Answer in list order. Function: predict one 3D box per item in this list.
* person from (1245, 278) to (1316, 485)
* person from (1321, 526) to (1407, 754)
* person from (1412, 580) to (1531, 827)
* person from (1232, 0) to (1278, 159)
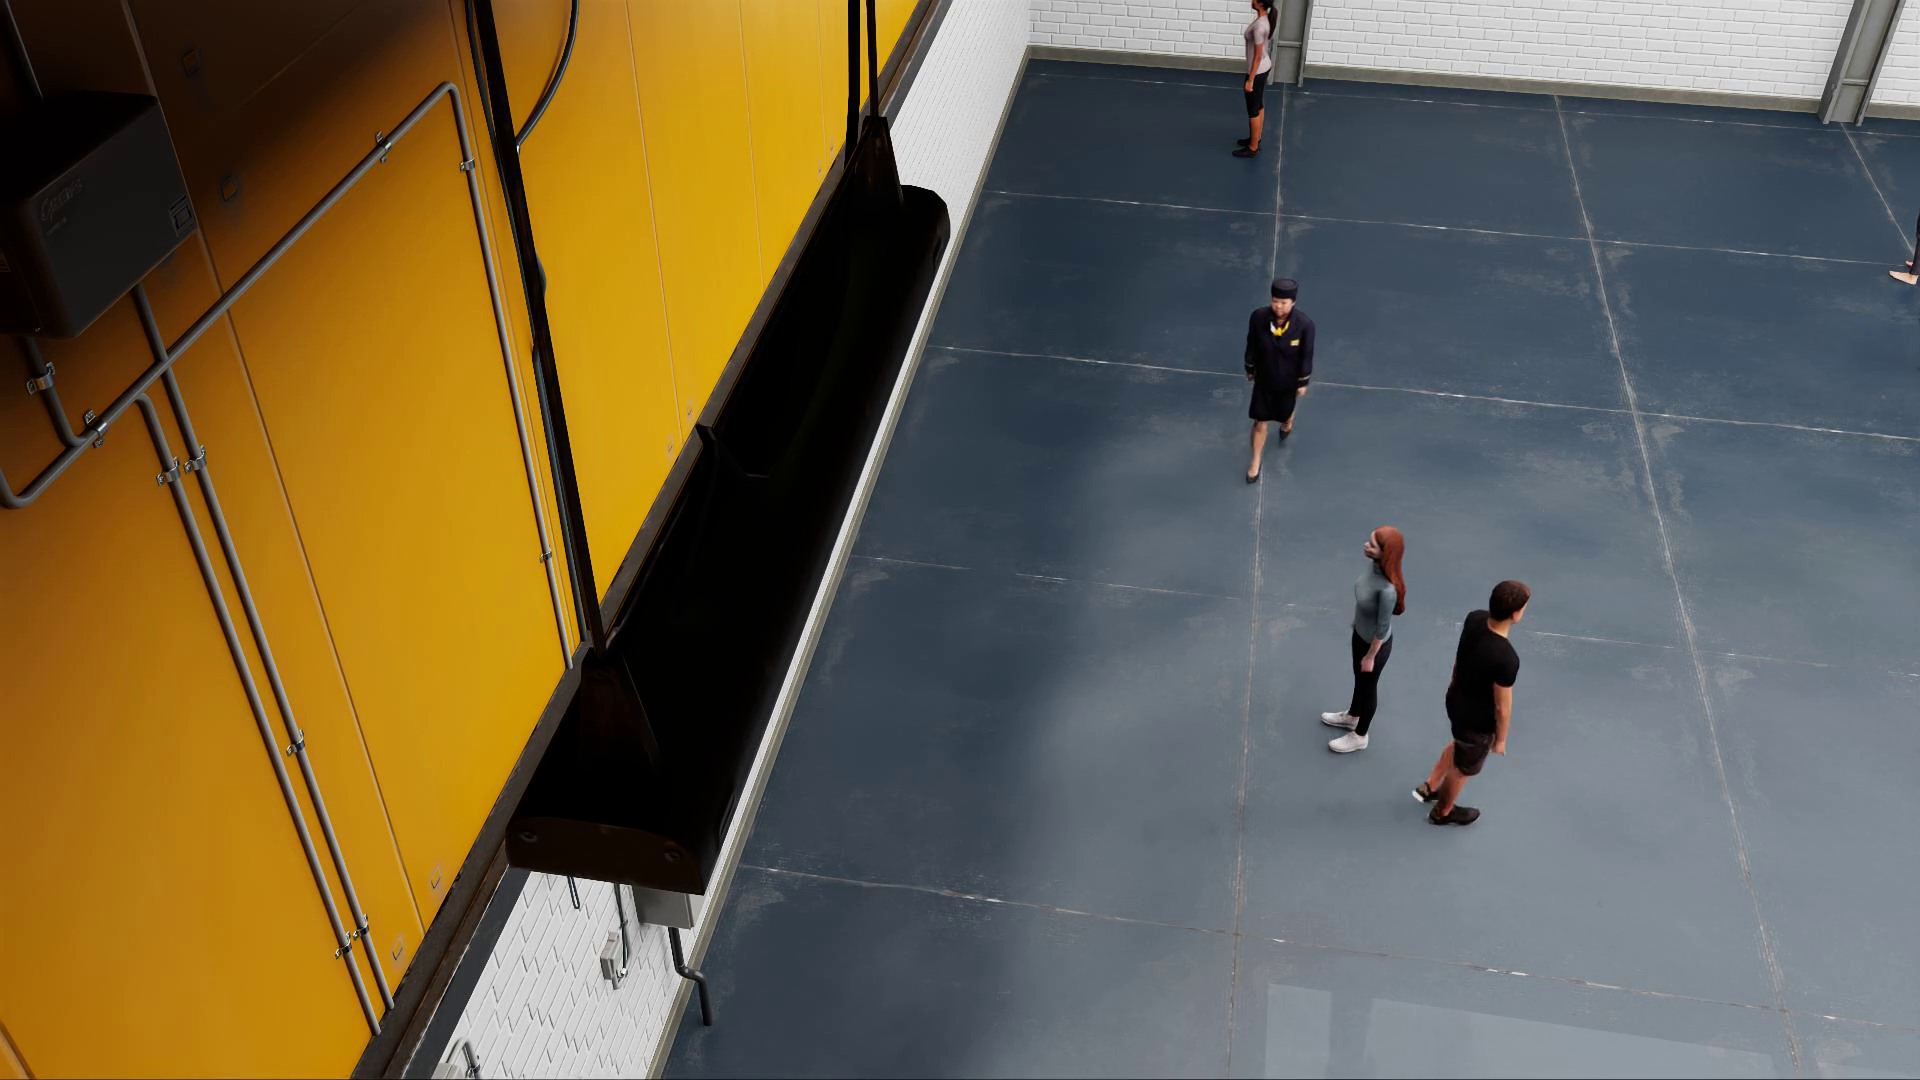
[{"bbox_3d":[2.451,-1.256,12.690,1.027,1.647,0.882,14,41,17],"label":"person"},{"bbox_3d":[2.534,0.613,10.273,0.560,1.742,0.592,3,39,4],"label":"person"},{"bbox_3d":[2.916,0.987,9.719,0.813,1.849,0.810,-6,39,-8],"label":"person"},{"bbox_3d":[3.045,-4.789,17.034,0.579,1.746,0.643,13,40,15],"label":"person"}]
